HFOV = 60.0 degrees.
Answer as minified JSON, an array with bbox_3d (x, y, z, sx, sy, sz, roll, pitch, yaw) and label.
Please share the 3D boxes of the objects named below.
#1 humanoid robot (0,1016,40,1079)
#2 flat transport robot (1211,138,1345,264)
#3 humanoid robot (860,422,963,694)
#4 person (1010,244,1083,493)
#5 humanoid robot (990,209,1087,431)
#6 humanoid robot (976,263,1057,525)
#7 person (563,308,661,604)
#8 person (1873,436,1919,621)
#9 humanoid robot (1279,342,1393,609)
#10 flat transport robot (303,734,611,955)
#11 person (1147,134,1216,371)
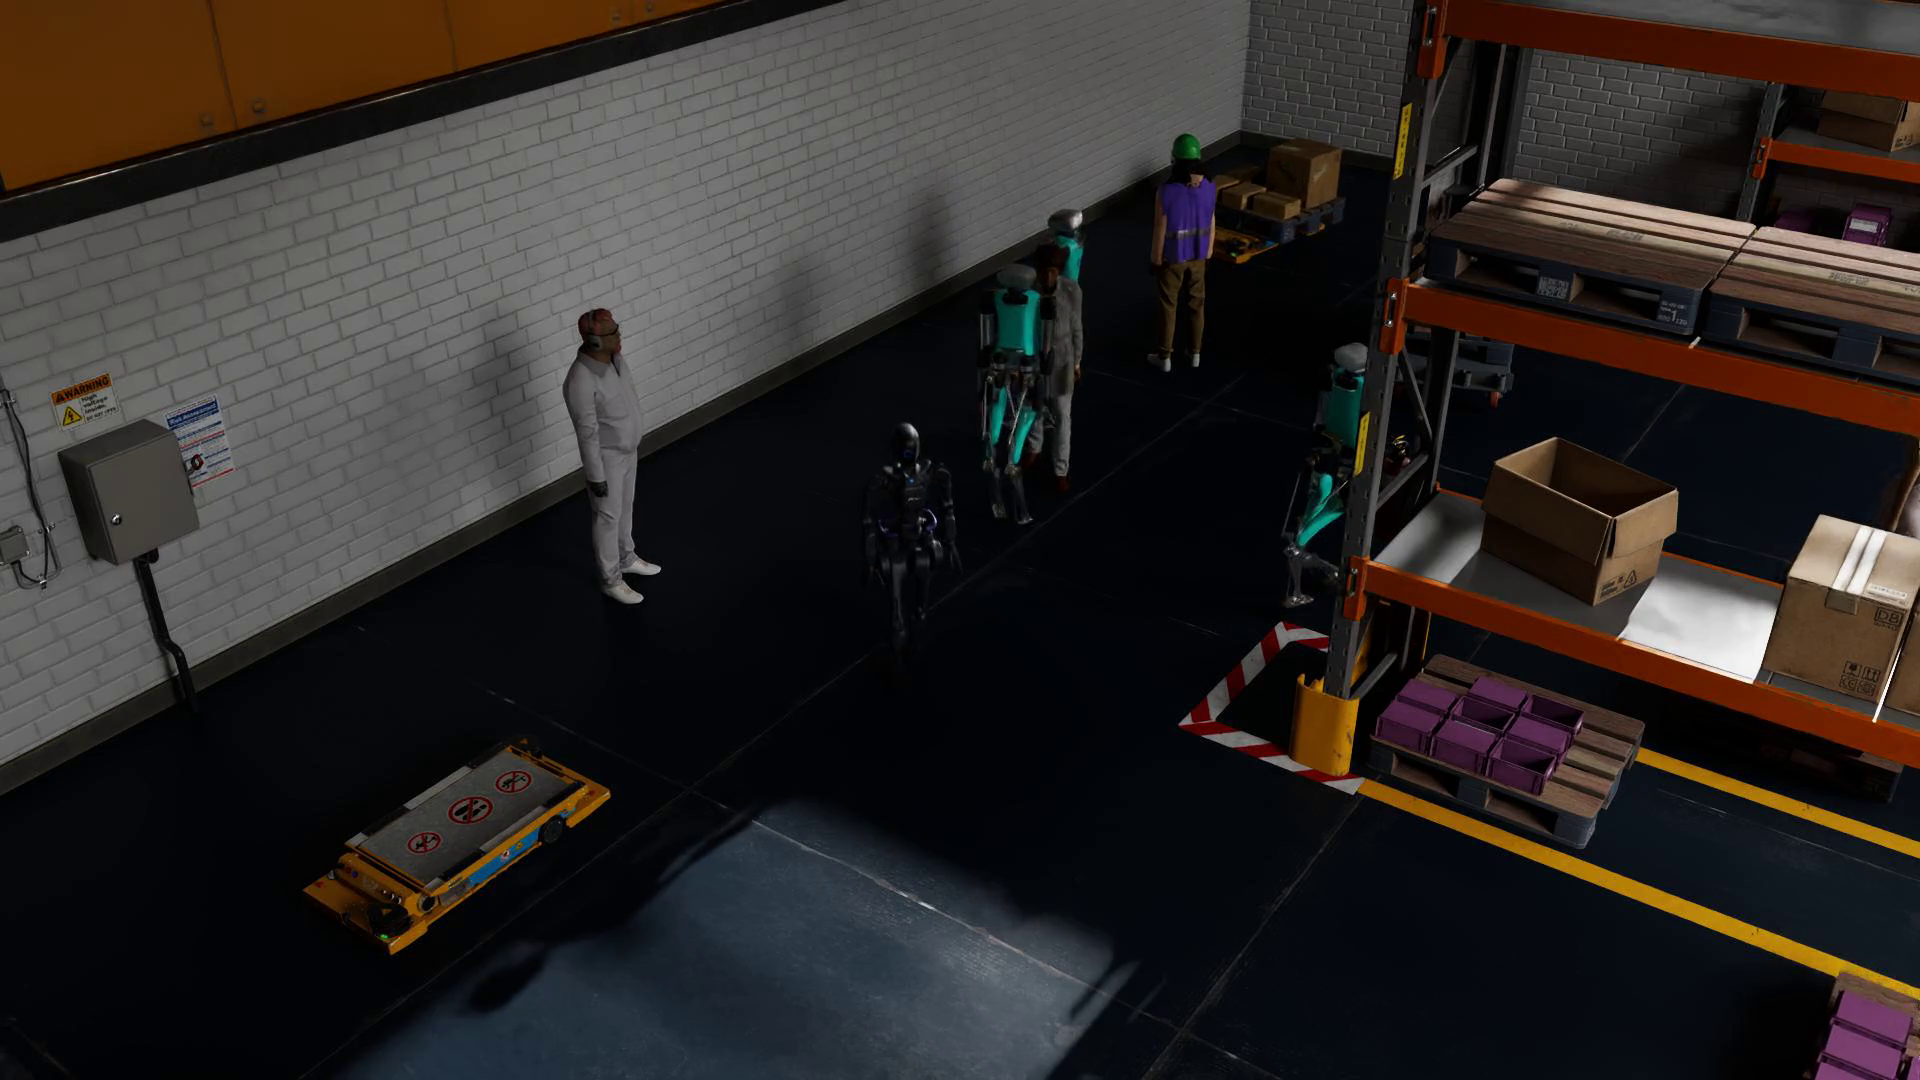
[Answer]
[{"bbox_3d":[-3.754,1.953,6.282,0.738,1.641,0.603,-23,37,-34],"label":"humanoid robot"},{"bbox_3d":[2.897,-3.032,16.300,1.431,0.231,0.659,-26,39,-37],"label":"flat transport robot"},{"bbox_3d":[-0.263,0.083,9.502,0.612,1.638,0.604,-10,31,-16],"label":"humanoid robot"},{"bbox_3d":[0.590,-1.221,11.653,0.537,1.785,0.774,1,30,2],"label":"person"},{"bbox_3d":[0.512,-1.620,12.370,0.807,1.753,0.532,10,31,17],"label":"humanoid robot"},{"bbox_3d":[0.319,-0.899,11.142,0.539,1.781,0.756,8,31,13],"label":"humanoid robot"},{"bbox_3d":[-2.147,-0.530,10.316,0.413,1.912,0.649,5,30,8],"label":"person"},{"bbox_3d":[5.662,-0.234,10.081,0.805,1.627,0.453,18,35,29],"label":"person"},{"bbox_3d":[2.183,-0.309,10.108,0.950,1.753,0.544,-19,35,-29],"label":"humanoid robot"},{"bbox_3d":[-2.526,1.502,8.434,0.659,0.231,1.431,19,35,30],"label":"flat transport robot"},{"bbox_3d":[1.779,-2.292,13.352,0.546,1.928,0.422,-9,31,-15],"label":"person"}]
